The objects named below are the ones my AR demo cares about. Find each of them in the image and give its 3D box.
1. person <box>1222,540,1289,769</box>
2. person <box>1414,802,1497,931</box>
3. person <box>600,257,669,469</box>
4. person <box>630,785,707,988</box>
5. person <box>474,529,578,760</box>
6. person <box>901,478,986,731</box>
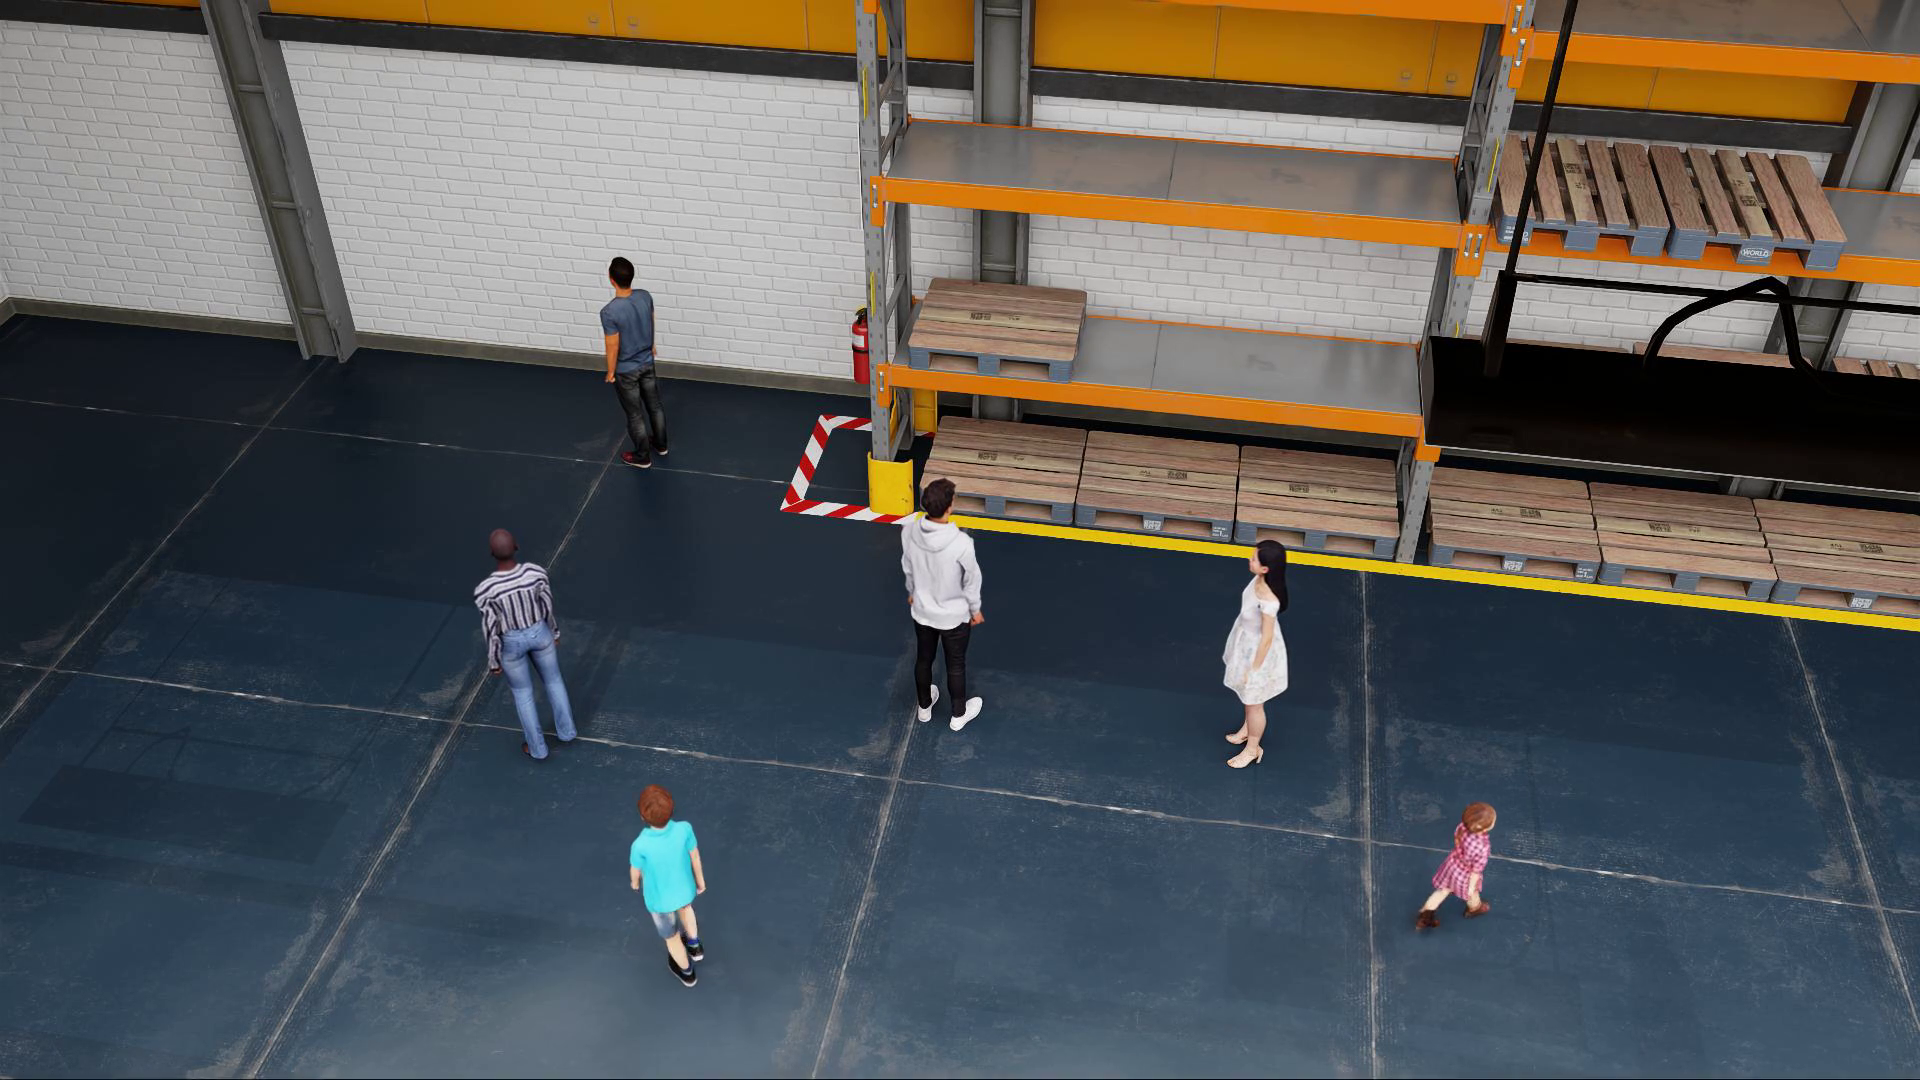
[{"bbox_3d":[1.841,0.712,10.366,0.630,1.774,0.648,4,39,6],"label":"person"},{"bbox_3d":[2.844,1.881,9.517,0.786,1.007,0.658,-14,41,-17],"label":"person"},{"bbox_3d":[-2.539,-1.385,12.963,0.707,1.810,0.726,25,45,28],"label":"person"},{"bbox_3d":[-1.557,1.943,9.095,0.647,1.437,0.706,-25,45,-28],"label":"person"},{"bbox_3d":[-2.720,0.664,10.410,0.709,1.794,0.763,-25,45,-28],"label":"person"},{"bbox_3d":[-0.123,0.423,10.604,0.611,1.930,0.791,15,41,18],"label":"person"}]
